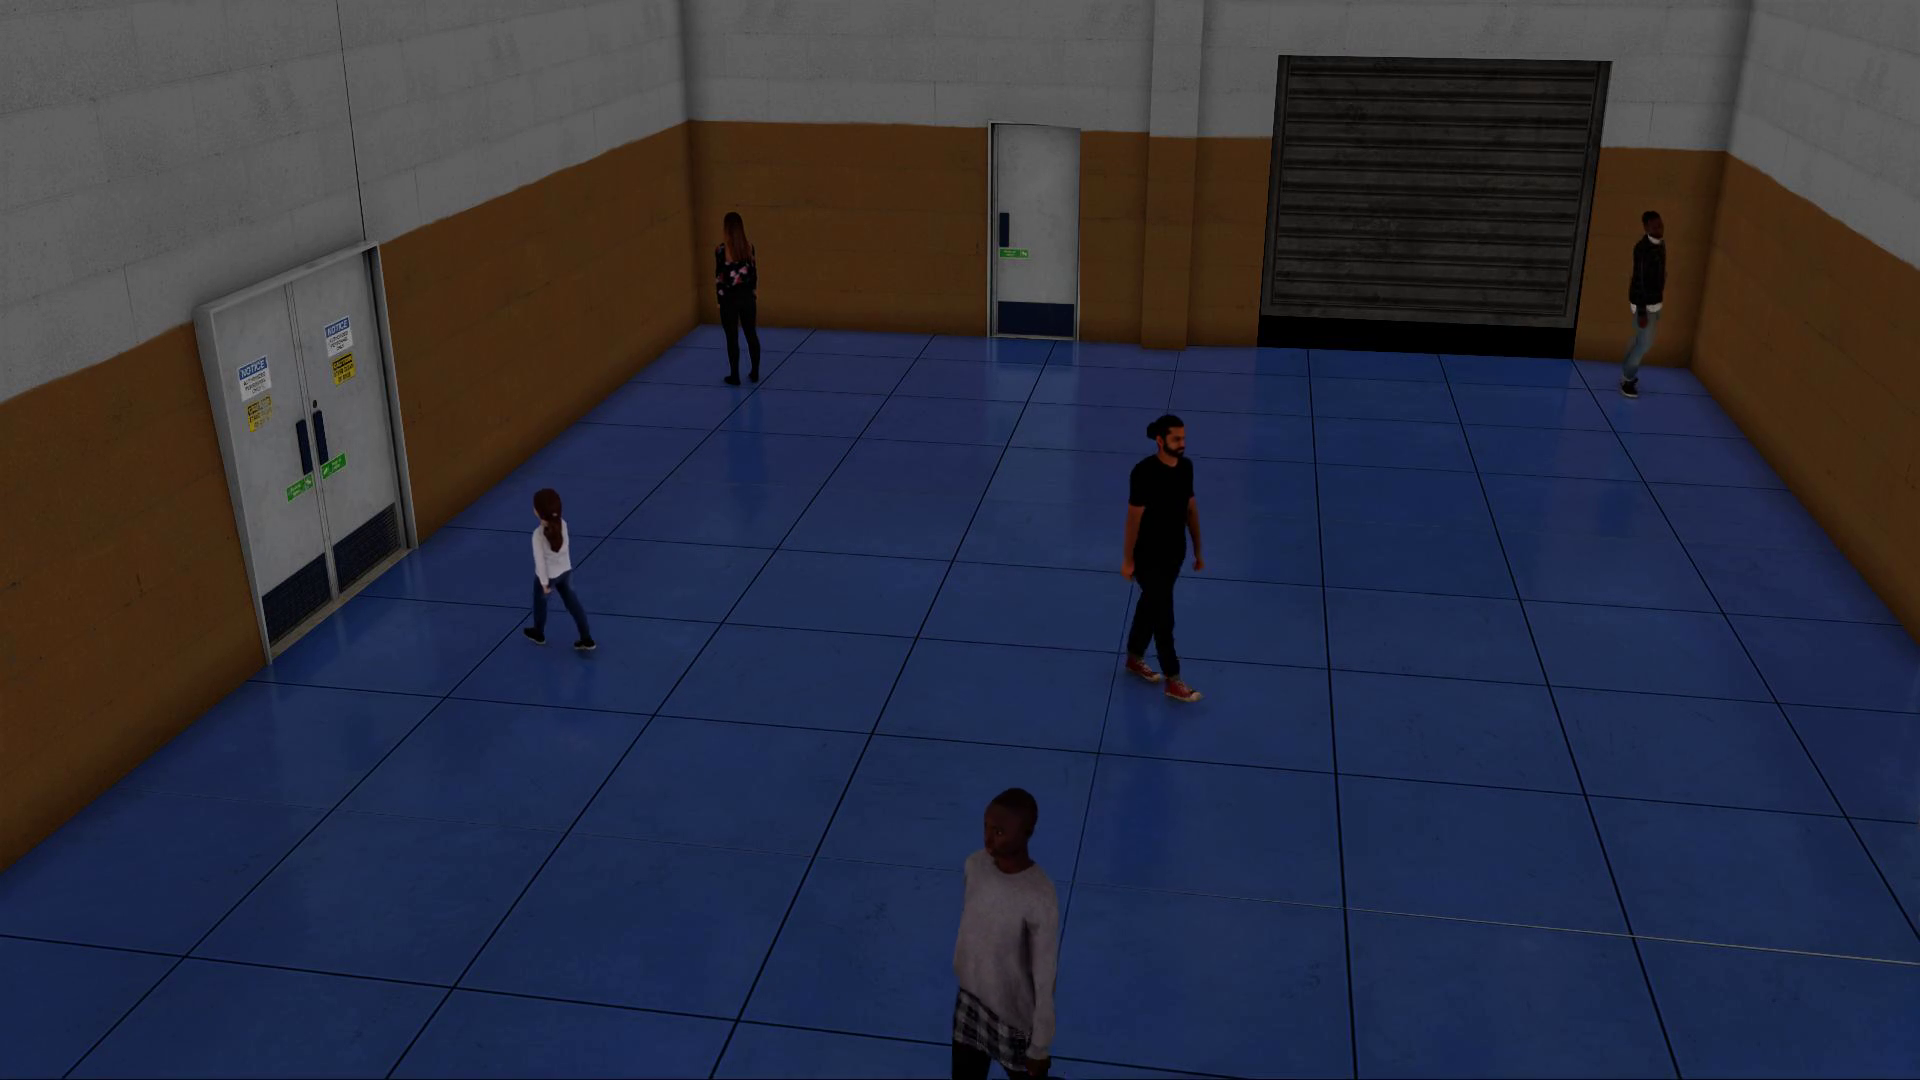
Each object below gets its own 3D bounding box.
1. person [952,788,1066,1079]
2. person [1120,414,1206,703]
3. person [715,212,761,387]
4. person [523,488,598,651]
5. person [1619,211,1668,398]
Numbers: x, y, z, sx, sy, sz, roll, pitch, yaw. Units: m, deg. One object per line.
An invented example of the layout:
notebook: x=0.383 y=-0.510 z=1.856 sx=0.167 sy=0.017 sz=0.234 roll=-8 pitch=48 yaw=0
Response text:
person: x=0.239 y=1.676 z=6.040 sx=1.117 sy=1.747 sz=1.122 roll=-18 pitch=28 yaw=-38
person: x=1.136 y=0.066 z=10.057 sx=0.951 sy=1.738 sz=1.052 roll=-20 pitch=29 yaw=-40
person: x=-2.152 y=-2.339 z=16.121 sx=0.630 sy=1.681 sz=0.708 roll=-12 pitch=25 yaw=-27
person: x=-2.537 y=0.209 z=10.572 sx=0.854 sy=1.089 sz=0.681 roll=17 pitch=27 yaw=35
person: x=6.483 y=-2.247 z=15.764 sx=0.787 sy=1.775 sz=0.914 roll=10 pitch=24 yaw=24
